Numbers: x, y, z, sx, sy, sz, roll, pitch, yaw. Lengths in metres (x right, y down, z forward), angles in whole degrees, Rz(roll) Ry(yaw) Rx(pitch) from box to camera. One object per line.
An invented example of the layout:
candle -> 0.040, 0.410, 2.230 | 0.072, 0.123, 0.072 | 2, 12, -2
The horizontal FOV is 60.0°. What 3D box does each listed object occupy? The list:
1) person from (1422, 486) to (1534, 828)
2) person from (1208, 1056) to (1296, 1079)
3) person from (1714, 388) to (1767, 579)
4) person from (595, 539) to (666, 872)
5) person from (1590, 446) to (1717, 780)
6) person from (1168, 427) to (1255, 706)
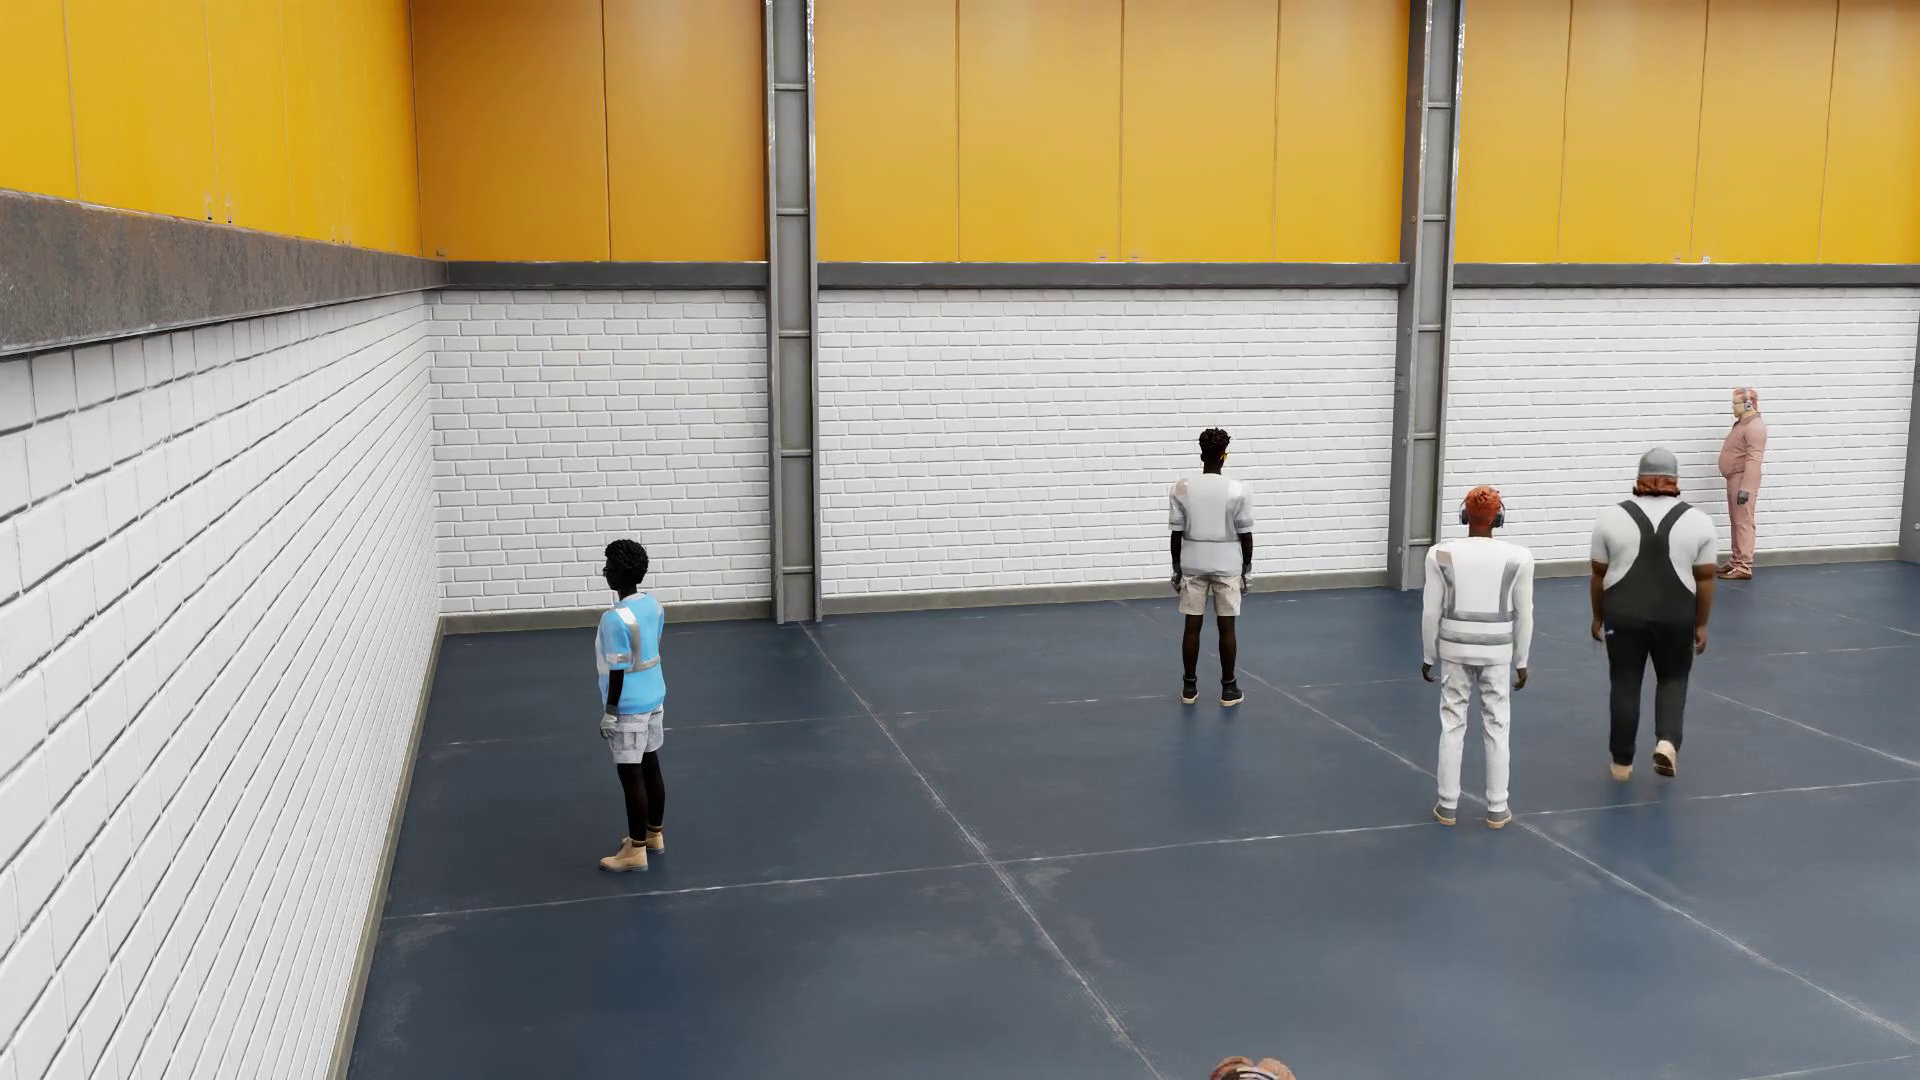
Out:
person -> 2.822, 0.641, 9.113 | 0.574, 1.881, 0.357 | 3, 10, 18
person -> 0.524, 1.754, 3.017 | 0.519, 1.608, 0.762 | 4, 10, 22
person -> 7.752, -0.560, 16.537 | 0.409, 1.908, 0.639 | 2, 9, 15
person -> -1.678, 0.836, 8.479 | 0.318, 1.695, 0.535 | 2, 9, 11
person -> 4.108, 0.431, 9.934 | 0.689, 2.000, 0.564 | 4, 10, 22
person -> 1.764, 0.188, 11.677 | 0.605, 1.966, 0.367 | 3, 10, 18
